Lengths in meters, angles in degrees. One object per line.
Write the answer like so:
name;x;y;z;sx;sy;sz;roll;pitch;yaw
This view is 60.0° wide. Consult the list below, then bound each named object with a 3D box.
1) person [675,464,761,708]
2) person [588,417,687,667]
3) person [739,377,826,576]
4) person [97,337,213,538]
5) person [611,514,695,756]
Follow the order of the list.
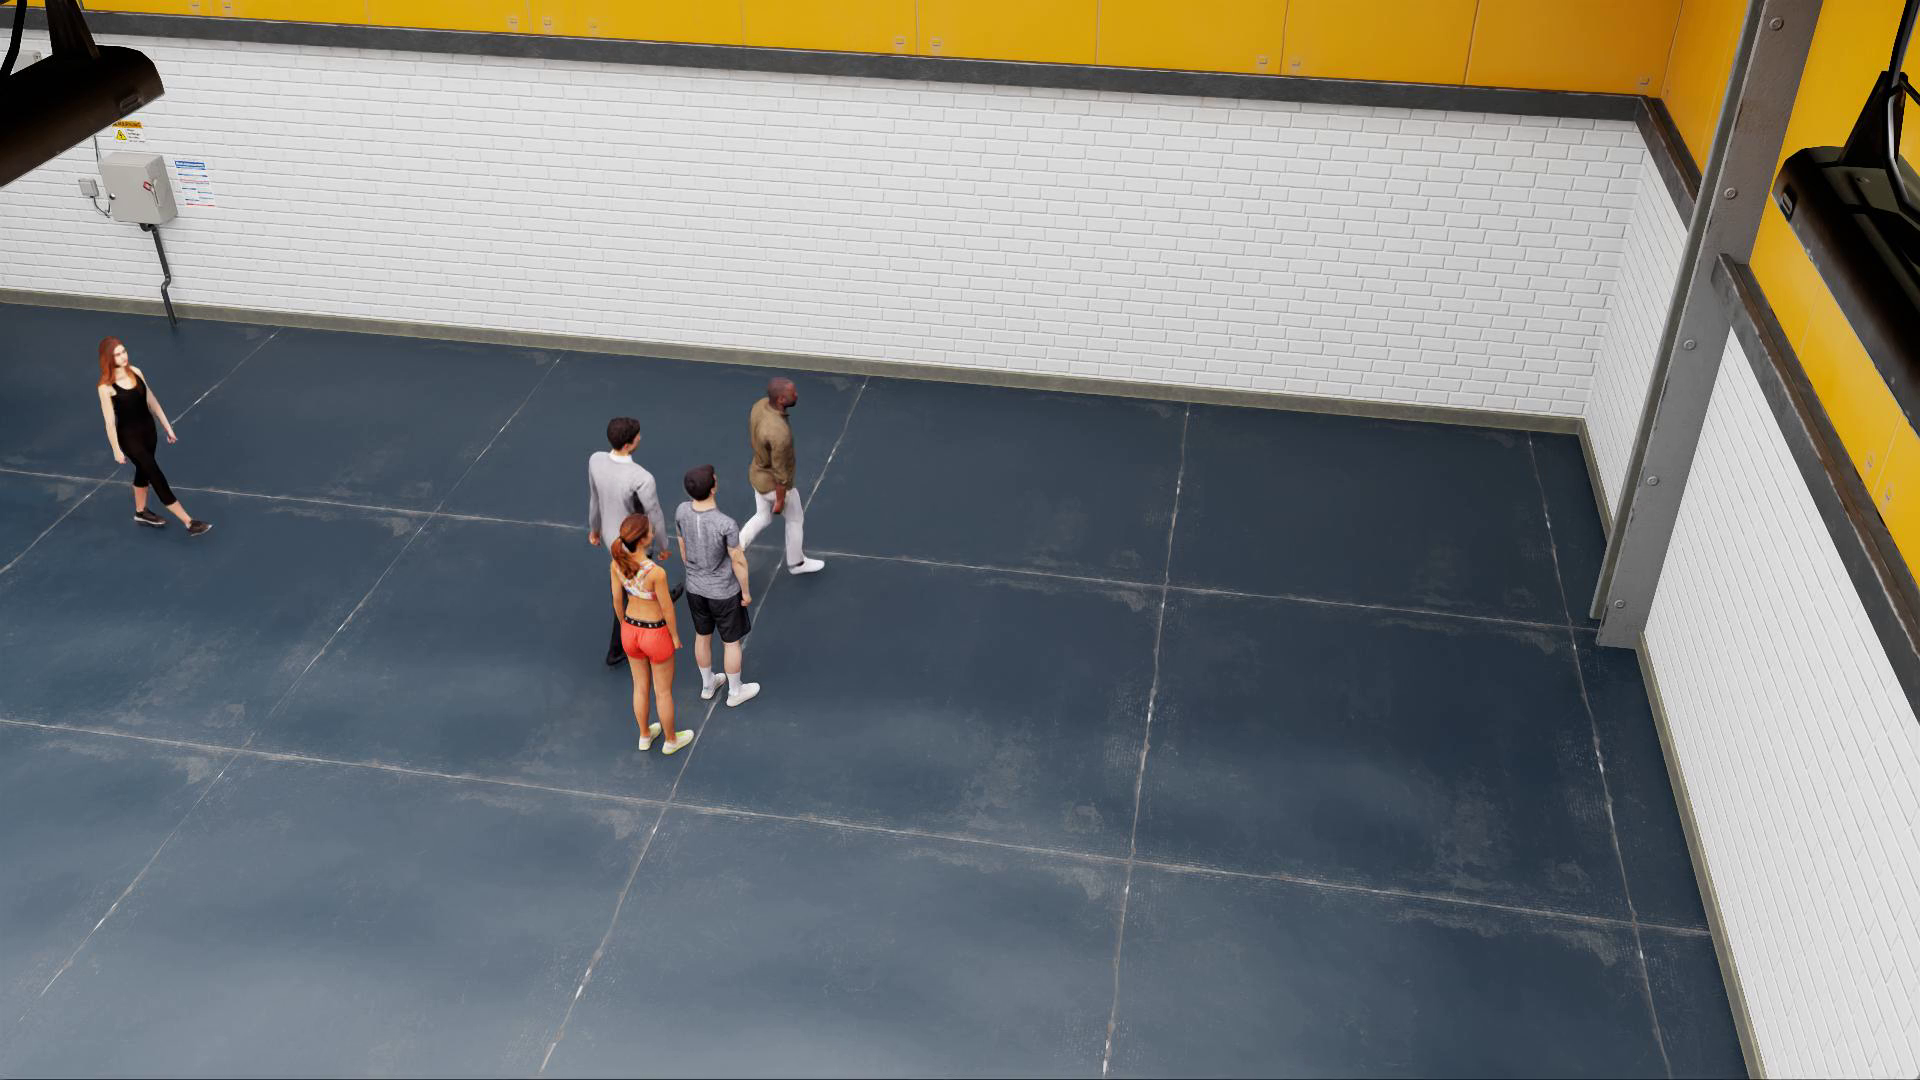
person;-1.664;0.308;11.166;0.715;1.871;0.660;15;37;22
person;-2.356;0.051;11.556;1.082;1.868;1.329;20;38;27
person;-1.457;-0.394;12.303;1.187;1.781;1.170;-20;38;-27
person;-6.489;-0.806;13.005;0.758;1.691;1.052;10;35;15
person;-2.027;0.624;10.766;0.625;1.788;0.586;13;36;18
